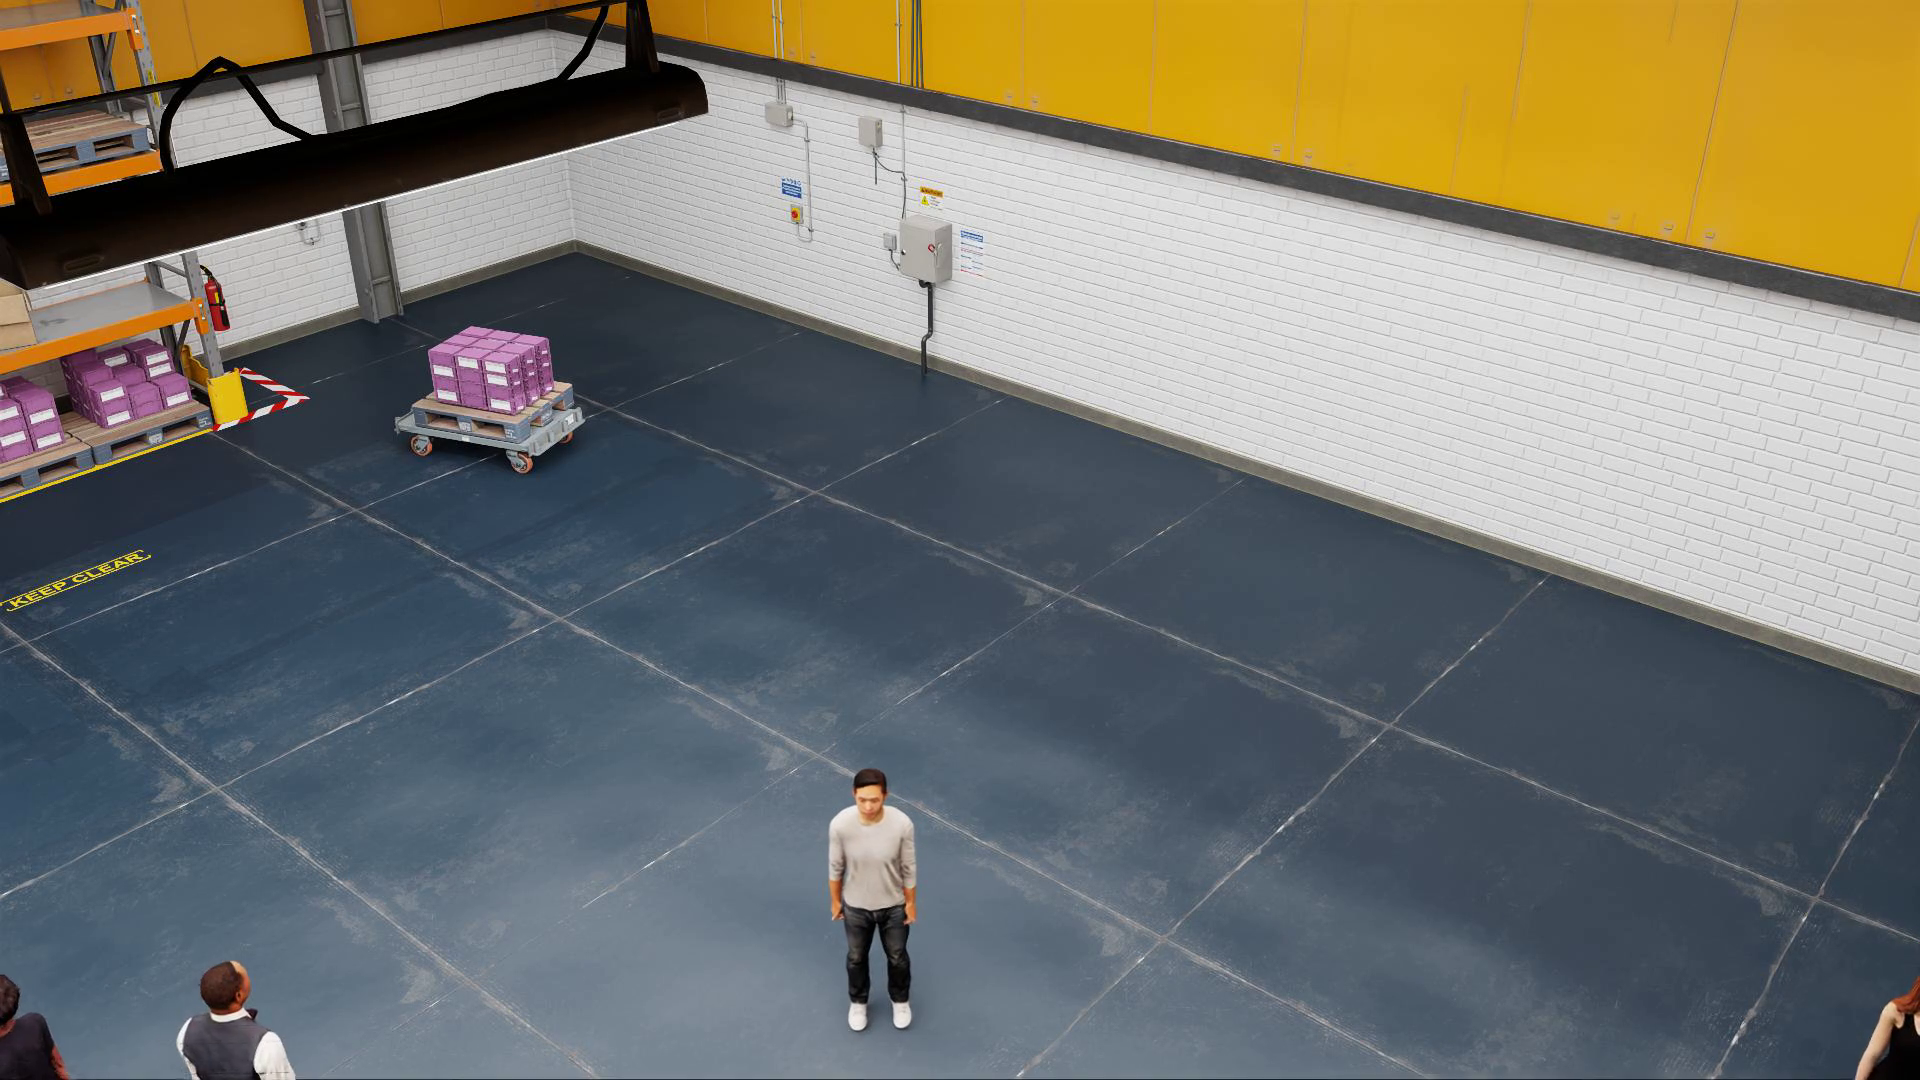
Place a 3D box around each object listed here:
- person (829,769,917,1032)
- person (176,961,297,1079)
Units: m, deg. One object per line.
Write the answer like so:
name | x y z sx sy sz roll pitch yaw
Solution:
person | -0.474 1.994 9.340 0.723 1.805 0.769 0 29 0
person | -3.344 2.793 7.773 0.960 1.902 1.094 6 29 10
